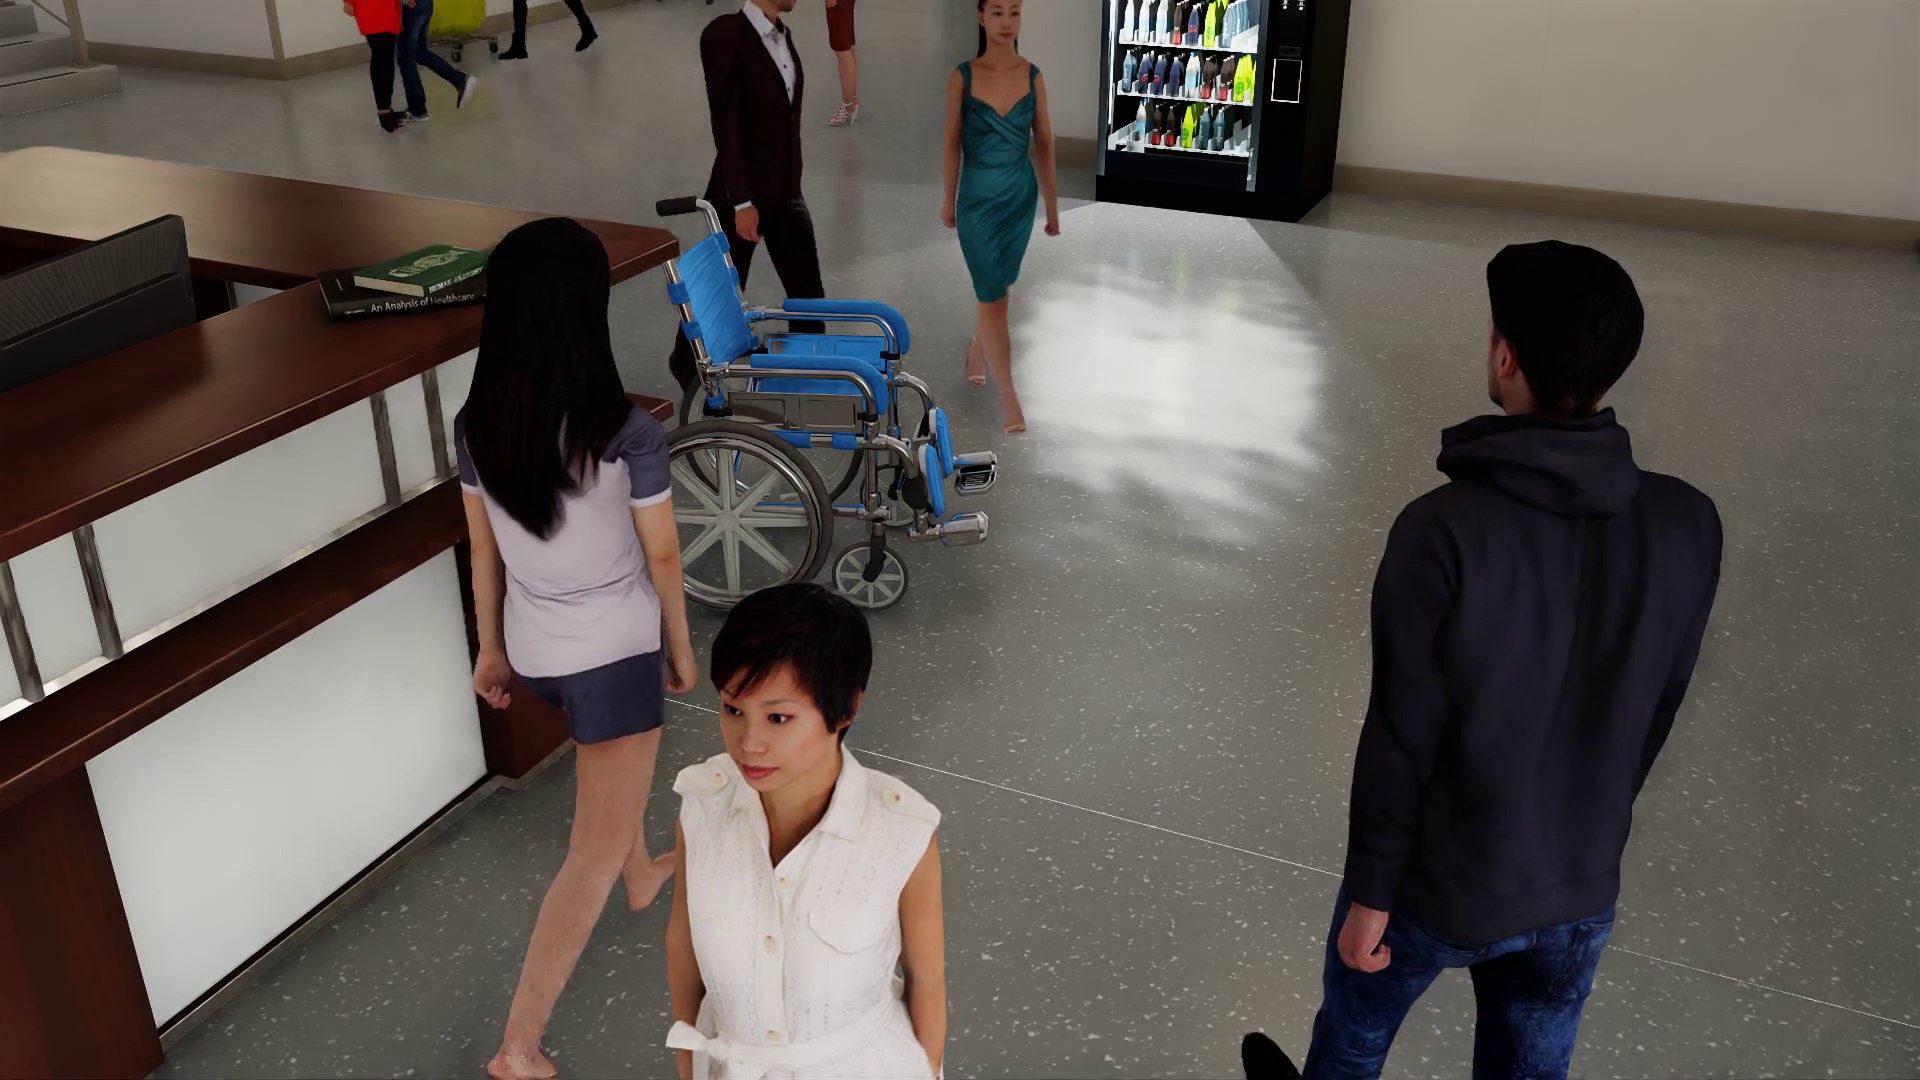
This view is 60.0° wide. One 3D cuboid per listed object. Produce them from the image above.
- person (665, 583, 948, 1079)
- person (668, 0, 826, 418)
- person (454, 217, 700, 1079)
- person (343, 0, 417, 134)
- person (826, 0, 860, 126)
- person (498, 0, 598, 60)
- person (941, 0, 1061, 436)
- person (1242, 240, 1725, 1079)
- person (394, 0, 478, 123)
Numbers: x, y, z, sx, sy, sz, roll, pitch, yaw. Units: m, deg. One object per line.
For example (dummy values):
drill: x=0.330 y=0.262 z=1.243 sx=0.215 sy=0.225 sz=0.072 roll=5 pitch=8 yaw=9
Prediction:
person: x=-0.206 y=0.755 z=2.324 sx=0.518 sy=1.556 sz=0.663 roll=6 pitch=26 yaw=12
person: x=-0.839 y=-1.319 z=6.289 sx=1.219 sy=1.848 sz=0.823 roll=17 pitch=31 yaw=31
person: x=-0.763 y=0.268 z=3.212 sx=1.048 sy=1.662 sz=0.641 roll=11 pitch=28 yaw=21
person: x=-3.962 y=-3.655 z=11.255 sx=0.639 sy=1.742 sz=0.657 roll=15 pitch=30 yaw=28
person: x=-0.825 y=-3.773 z=11.490 sx=0.611 sy=1.752 sz=0.652 roll=3 pitch=26 yaw=7
person: x=-3.421 y=-4.898 z=13.818 sx=1.204 sy=1.755 sz=0.872 roll=19 pitch=31 yaw=33
person: x=0.126 y=-1.270 z=6.438 sx=1.041 sy=1.631 sz=1.030 roll=-6 pitch=26 yaw=-12
person: x=0.813 y=0.542 z=2.418 sx=1.113 sy=1.858 sz=1.115 roll=-5 pitch=26 yaw=-10
person: x=-3.755 y=-3.703 z=11.577 sx=0.952 sy=1.549 sz=0.810 roll=-2 pitch=26 yaw=-4
